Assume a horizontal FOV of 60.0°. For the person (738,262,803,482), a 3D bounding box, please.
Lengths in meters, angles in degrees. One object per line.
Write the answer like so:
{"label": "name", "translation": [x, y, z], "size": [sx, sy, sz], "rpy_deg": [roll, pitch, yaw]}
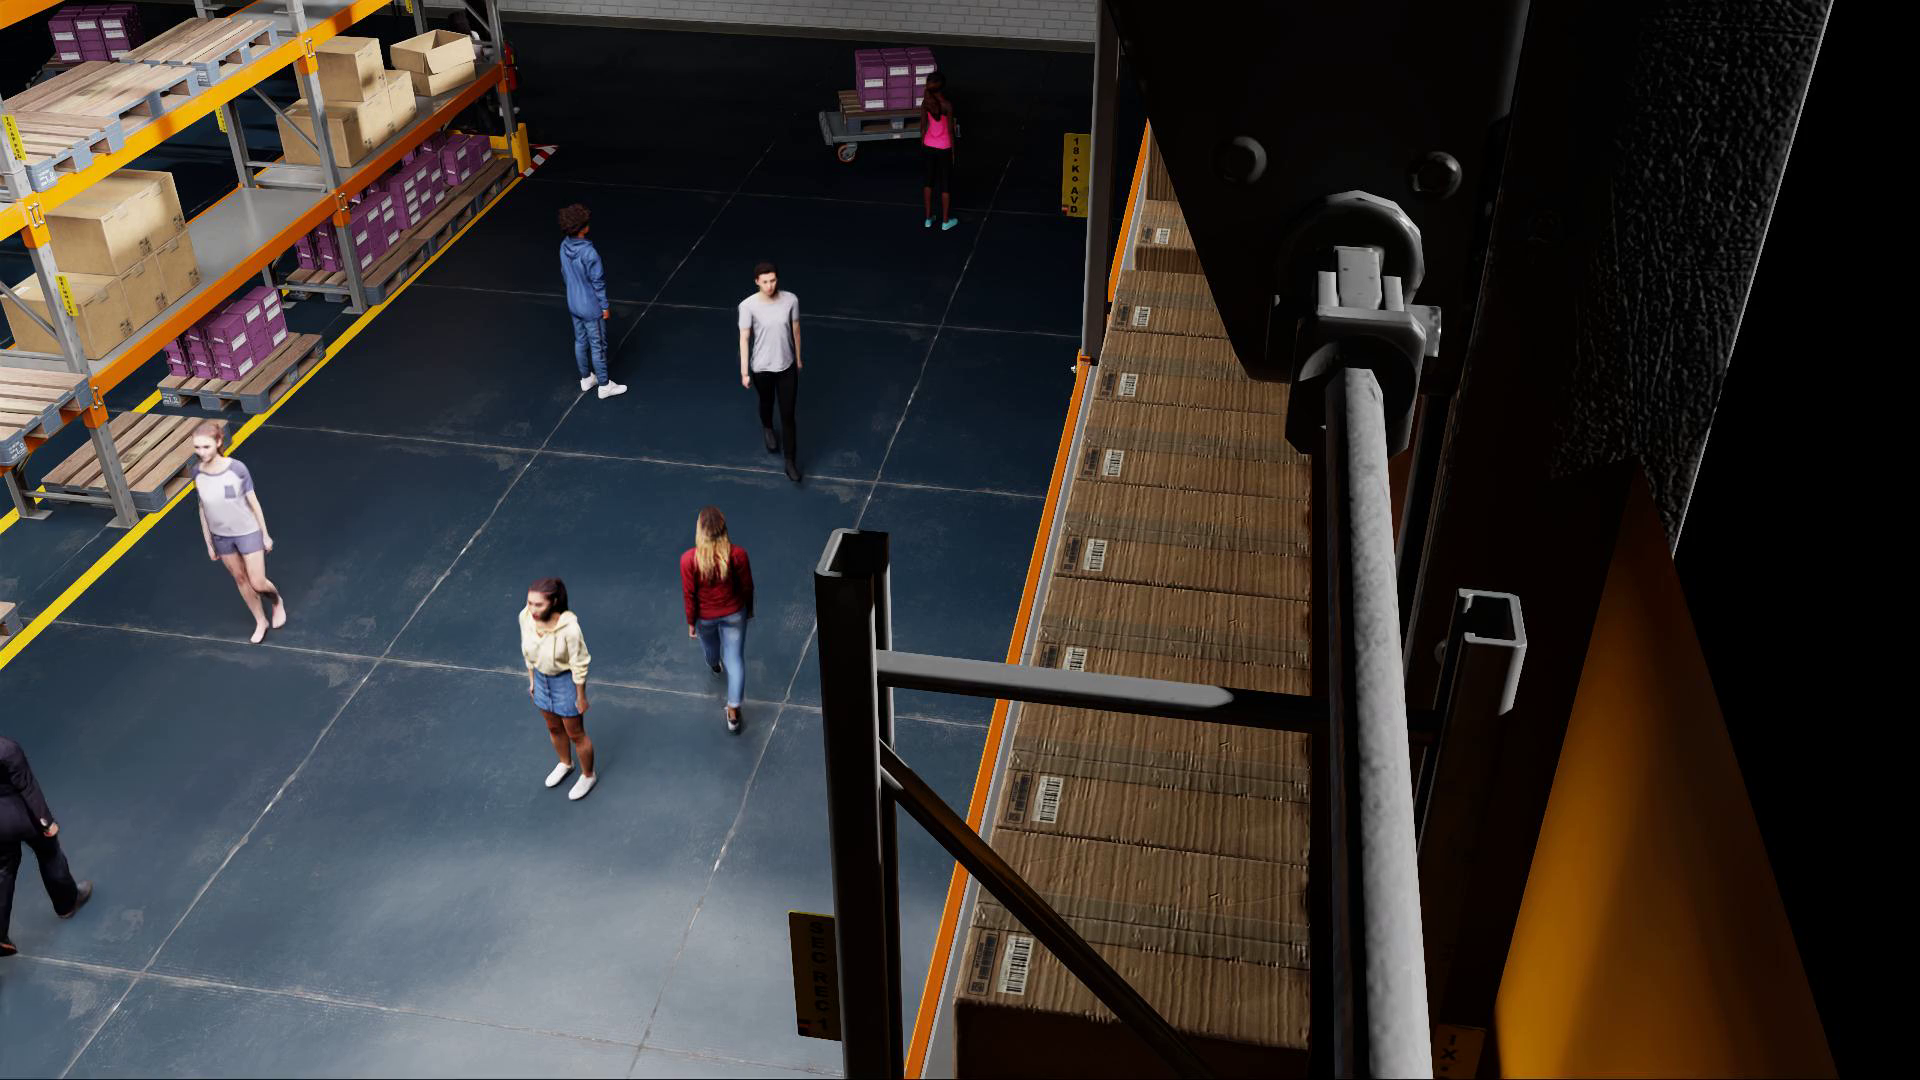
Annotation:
{"label": "person", "translation": [-1.576, -1.474, 13.884], "size": [1.047, 1.817, 1.311], "rpy_deg": [-9, 35, -13]}

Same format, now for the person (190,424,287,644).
{"label": "person", "translation": [-5.117, -0.090, 11.854], "size": [0.624, 1.758, 0.652], "rpy_deg": [1, 34, 2]}

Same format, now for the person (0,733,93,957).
{"label": "person", "translation": [-5.385, 1.574, 9.318], "size": [0.725, 1.795, 1.016], "rpy_deg": [3, 34, 5]}

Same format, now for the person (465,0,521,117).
{"label": "person", "translation": [-6.011, -6.335, 21.196], "size": [0.775, 1.818, 0.737], "rpy_deg": [19, 38, 26]}

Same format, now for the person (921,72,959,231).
{"label": "person", "translation": [-0.246, -4.252, 18.146], "size": [0.620, 1.724, 0.631], "rpy_deg": [16, 37, 22]}

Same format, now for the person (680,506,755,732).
{"label": "person", "translation": [-1.586, 0.549, 11.051], "size": [0.868, 1.583, 1.150], "rpy_deg": [-6, 34, -8]}

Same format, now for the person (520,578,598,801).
{"label": "person", "translation": [-2.525, 0.898, 10.482], "size": [0.707, 1.631, 0.676], "rpy_deg": [16, 37, 23]}

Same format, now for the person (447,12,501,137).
{"label": "person", "translation": [-5.904, -5.660, 20.398], "size": [0.698, 1.577, 0.785], "rpy_deg": [6, 34, 9]}

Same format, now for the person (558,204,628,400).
{"label": "person", "translation": [-3.340, -2.142, 14.893], "size": [0.761, 1.811, 0.758], "rpy_deg": [25, 41, 33]}
